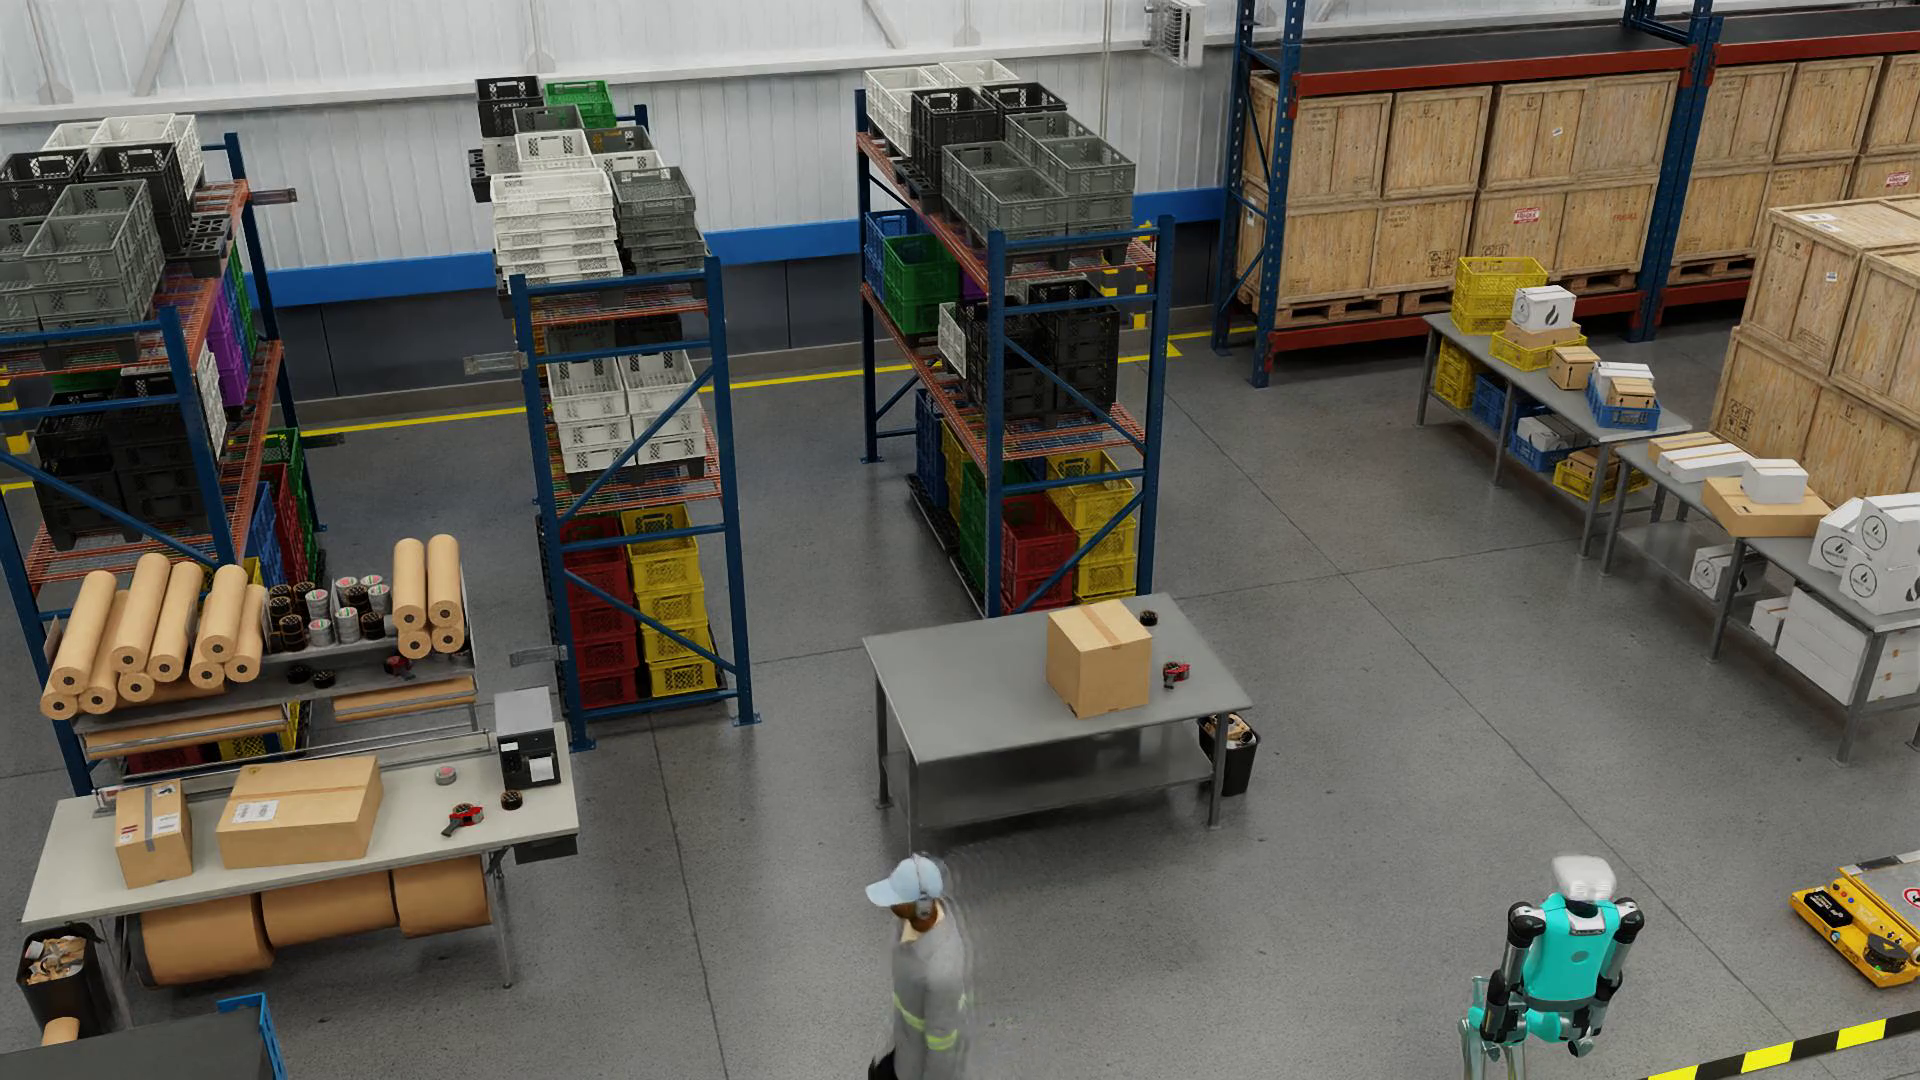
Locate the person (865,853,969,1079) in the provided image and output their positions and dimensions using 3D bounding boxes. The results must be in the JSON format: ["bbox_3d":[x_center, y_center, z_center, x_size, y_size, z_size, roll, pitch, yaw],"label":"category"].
[{"bbox_3d":[-0.178,2.026,6.837,0.411,1.841,0.610,-7,30,-13],"label":"person"}]

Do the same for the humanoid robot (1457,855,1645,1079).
[{"bbox_3d":[2.405,1.892,7.054,0.533,1.677,0.735,-2,29,-4],"label":"humanoid robot"}]

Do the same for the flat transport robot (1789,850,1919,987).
[{"bbox_3d":[5.163,1.916,8.676,1.431,0.231,0.659,-8,30,-14],"label":"flat transport robot"}]
